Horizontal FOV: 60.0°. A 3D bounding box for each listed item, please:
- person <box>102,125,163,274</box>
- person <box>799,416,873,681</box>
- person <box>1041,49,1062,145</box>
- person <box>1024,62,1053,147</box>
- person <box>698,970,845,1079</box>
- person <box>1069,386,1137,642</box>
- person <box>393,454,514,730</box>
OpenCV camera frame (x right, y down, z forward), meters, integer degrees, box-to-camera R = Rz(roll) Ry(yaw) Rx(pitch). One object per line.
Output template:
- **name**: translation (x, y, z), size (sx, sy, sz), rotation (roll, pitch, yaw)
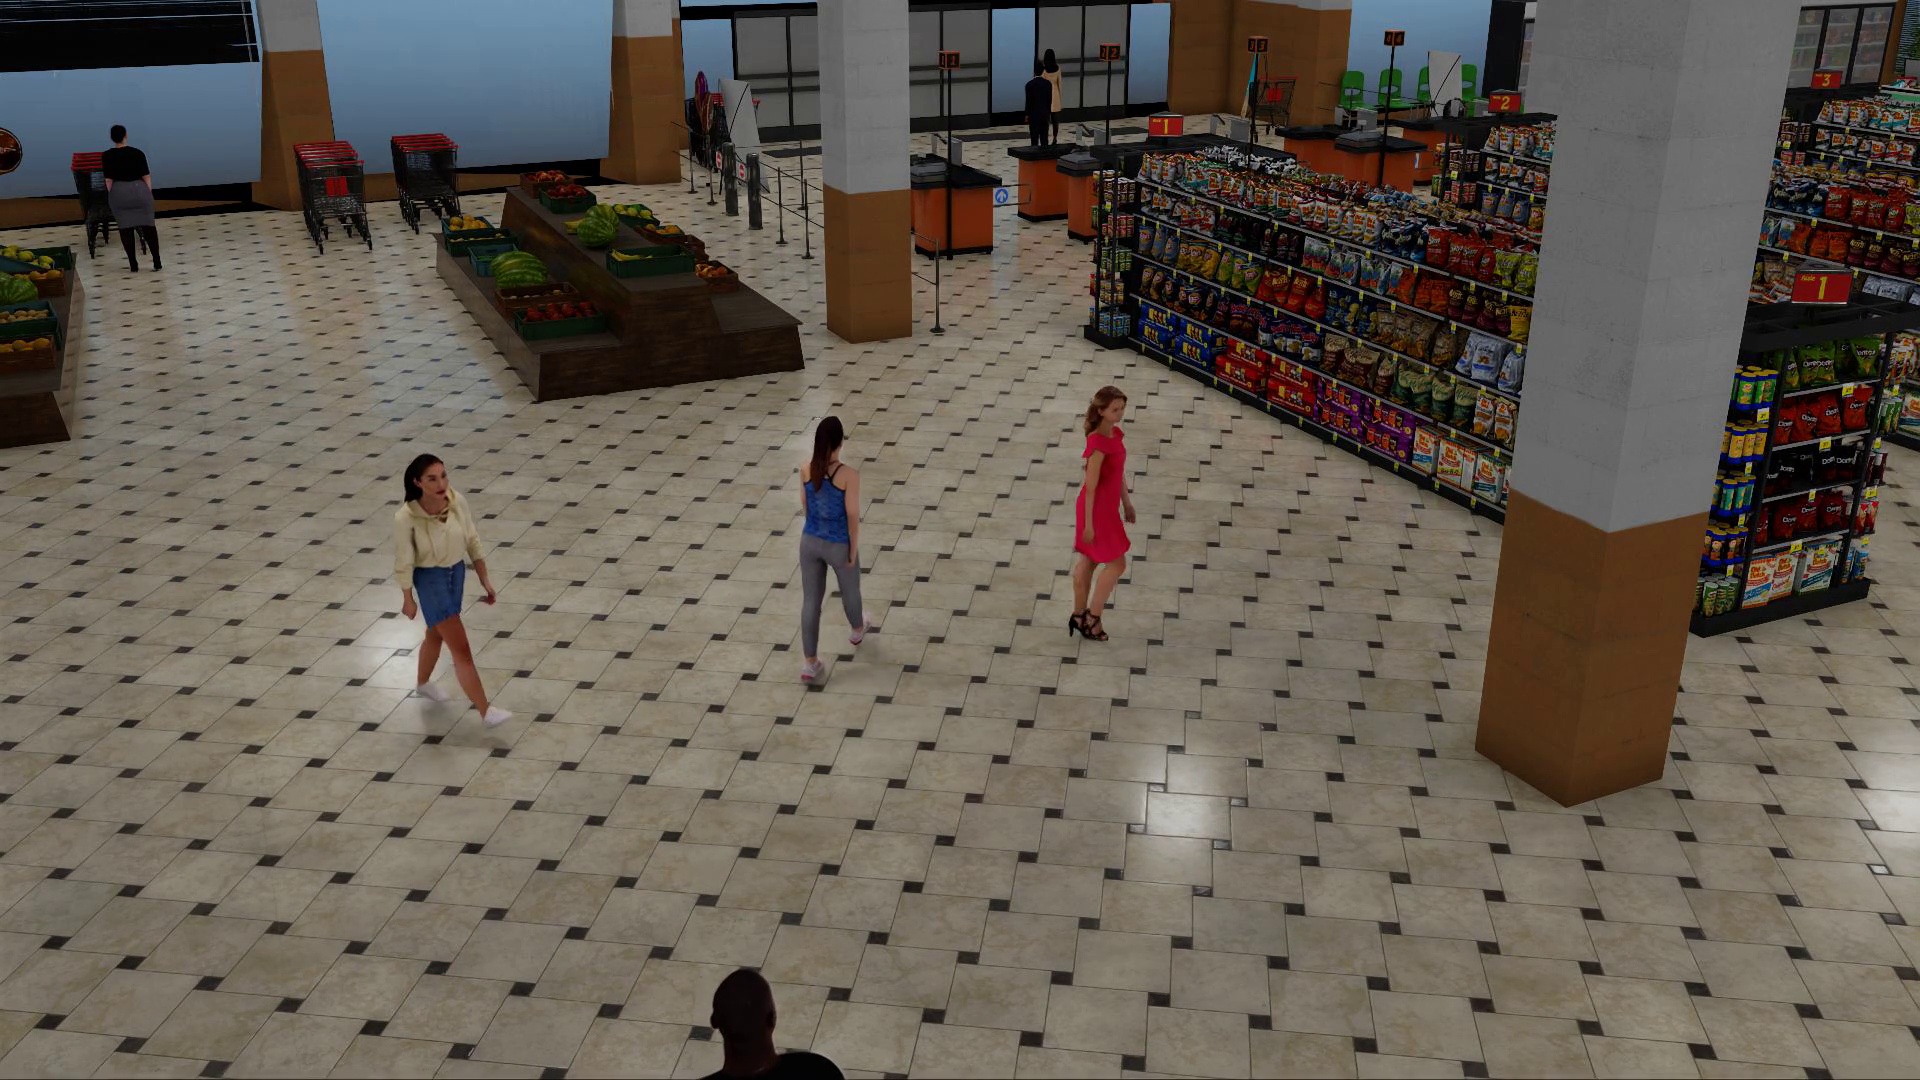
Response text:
- **person**: translation (-10.057, -4.140, 20.187), size (0.653, 1.756, 0.607), rotation (-9, 24, -21)
- **person**: translation (-0.819, 0.079, 9.931), size (0.986, 1.573, 1.072), rotation (6, 23, 15)
- **person**: translation (1.584, -7.845, 29.506), size (0.629, 1.681, 0.526), rotation (-9, 24, -21)
- **person**: translation (1.279, -6.892, 27.074), size (0.624, 1.726, 0.525), rotation (-9, 24, -21)
- **person**: translation (-0.554, 2.026, 4.756), size (0.659, 1.818, 0.549), rotation (-9, 24, -21)
- **person**: translation (0.770, -0.163, 10.350), size (0.792, 1.709, 0.719), rotation (3, 22, 9)
- **person**: translation (-2.989, 0.282, 9.434), size (1.225, 1.567, 1.023), rotation (14, 26, 31)
